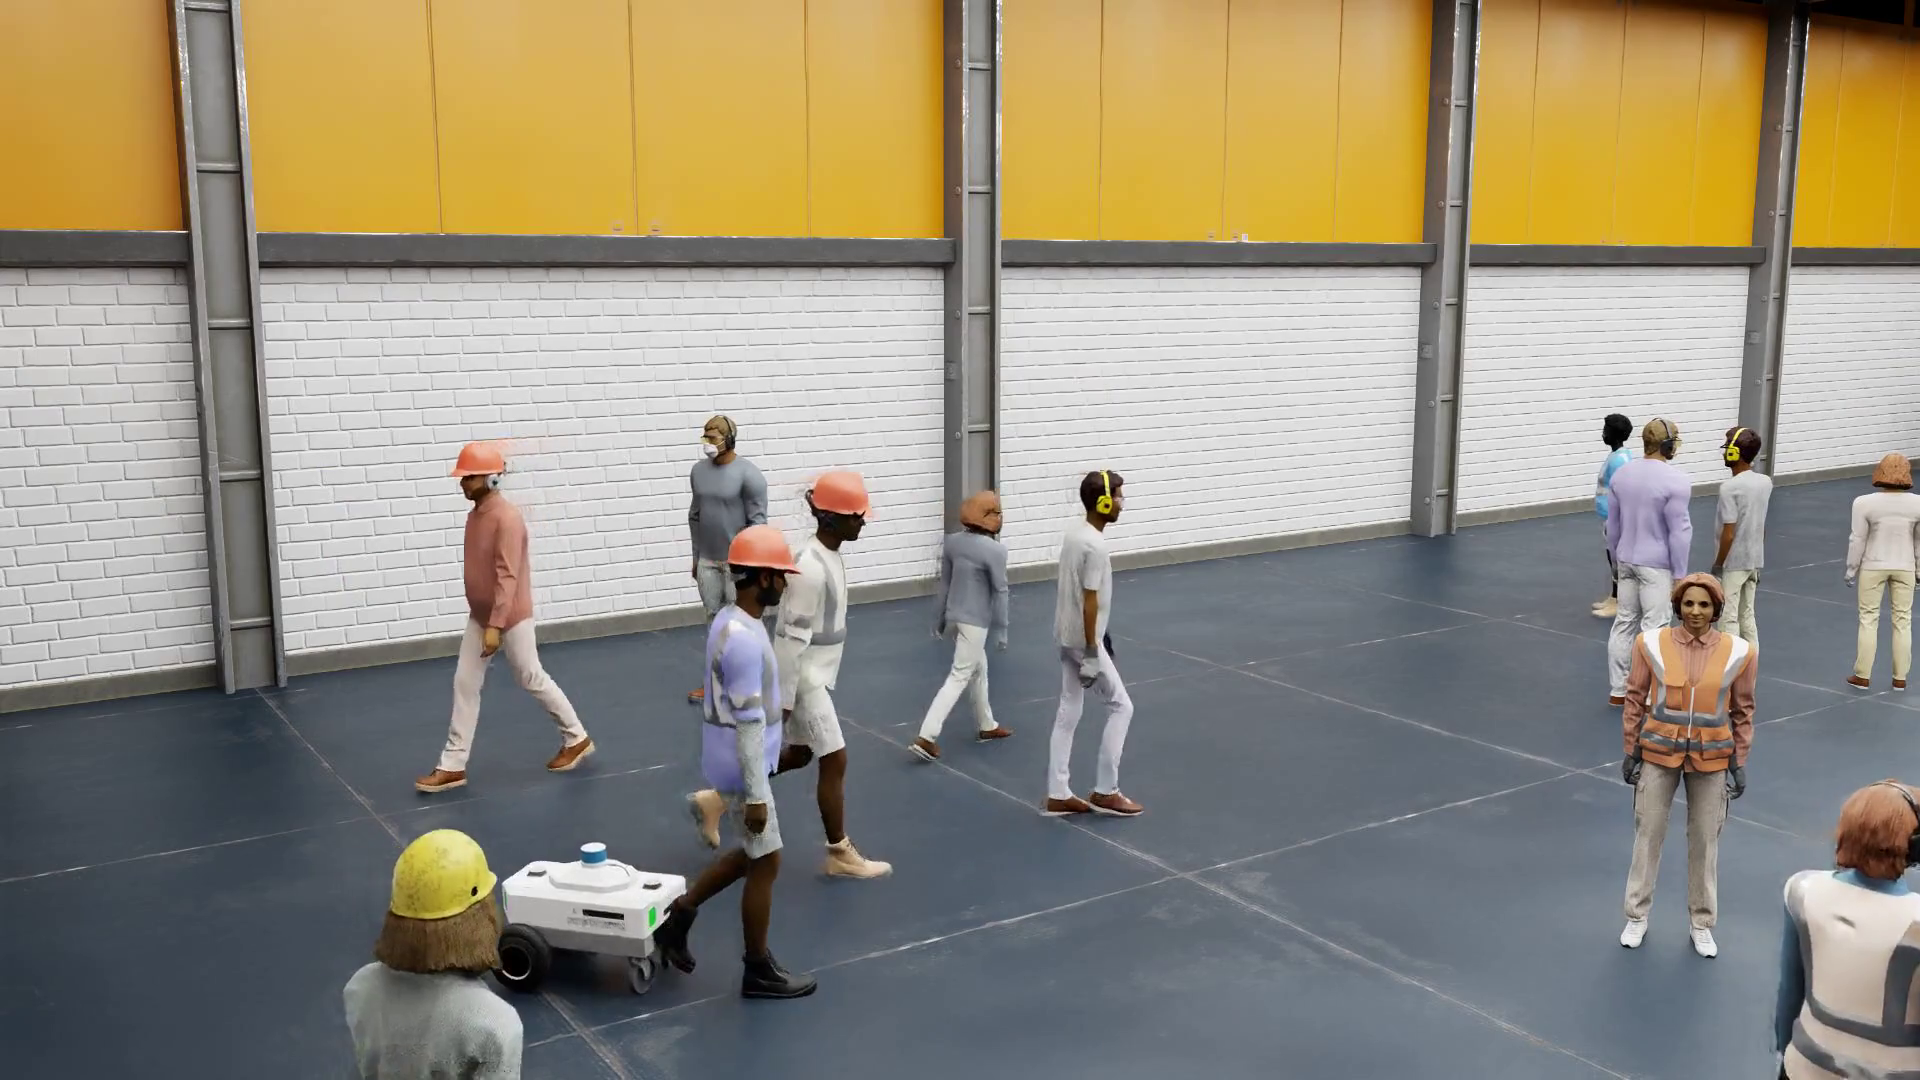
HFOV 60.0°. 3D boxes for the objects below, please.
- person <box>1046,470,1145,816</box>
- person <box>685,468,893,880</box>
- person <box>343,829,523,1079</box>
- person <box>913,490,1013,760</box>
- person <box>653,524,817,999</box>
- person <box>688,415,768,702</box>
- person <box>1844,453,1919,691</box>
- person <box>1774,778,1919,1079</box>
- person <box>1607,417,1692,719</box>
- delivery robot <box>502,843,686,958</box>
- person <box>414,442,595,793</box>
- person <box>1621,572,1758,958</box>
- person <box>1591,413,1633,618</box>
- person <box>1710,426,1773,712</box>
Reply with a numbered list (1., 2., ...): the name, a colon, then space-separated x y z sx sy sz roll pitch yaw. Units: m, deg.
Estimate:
1. person: 0.736 0.552 8.777 0.650 1.840 0.504 -3 10 -18
2. person: -0.824 0.636 7.837 0.918 1.999 0.635 0 9 2
3. person: -1.169 1.479 3.619 0.487 1.703 0.918 3 10 18
4. person: 0.019 0.501 9.878 0.852 1.585 0.510 -8 12 -40
5. person: -0.909 0.888 6.542 0.607 1.912 0.567 -2 10 -9
6. person: -1.537 0.140 10.973 0.629 1.940 0.377 7 11 35
7. person: 6.342 0.221 11.396 0.499 1.634 0.280 2 10 14
8. person: 2.317 1.409 4.247 0.360 1.624 0.541 -5 11 -27
9. person: 4.446 0.177 10.746 0.378 1.940 0.628 -4 10 -22
10. delivery robot: -1.484 1.480 6.776 0.707 0.478 0.477 3 10 15
11. person: -2.562 0.411 9.355 1.038 1.952 0.623 -9 13 -43
12. person: 3.070 0.940 7.048 0.511 1.641 0.307 3 10 20
13. person: 5.407 -0.201 13.750 0.317 1.695 0.540 4 10 22
14. person: 5.057 0.197 10.866 0.517 1.862 0.327 -6 11 -33
